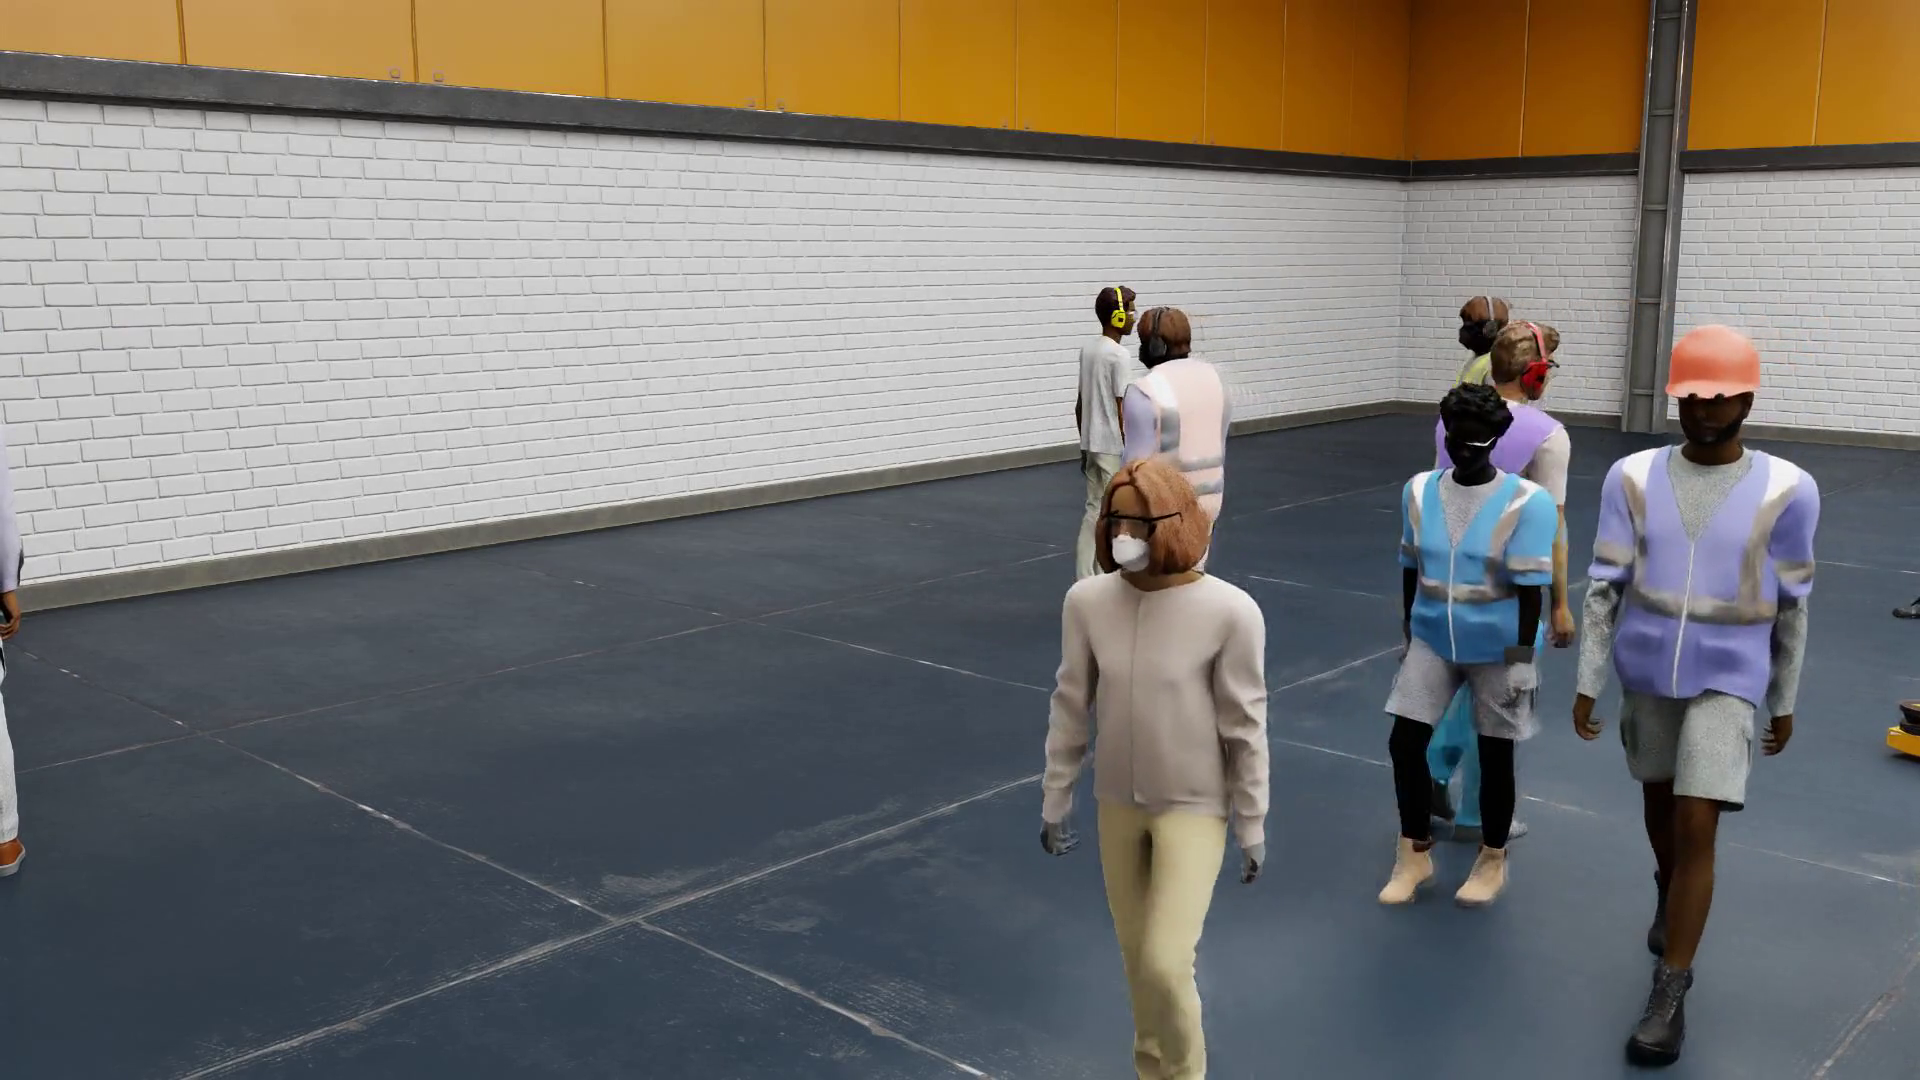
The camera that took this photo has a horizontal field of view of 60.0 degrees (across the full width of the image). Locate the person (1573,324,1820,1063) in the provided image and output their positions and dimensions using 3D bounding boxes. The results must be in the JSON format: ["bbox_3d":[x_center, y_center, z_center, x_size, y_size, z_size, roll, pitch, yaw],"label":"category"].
[{"bbox_3d":[1.996,0.353,4.548,0.550,1.889,1.028,8,12,37],"label":"person"}]

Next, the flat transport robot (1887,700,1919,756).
[{"bbox_3d":[4.425,0.838,6.344,0.652,0.197,1.431,-5,11,-27],"label":"flat transport robot"}]

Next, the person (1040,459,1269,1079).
[{"bbox_3d":[0.420,0.624,3.732,0.523,1.615,0.487,8,12,37],"label":"person"}]

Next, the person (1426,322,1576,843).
[{"bbox_3d":[1.851,0.169,5.726,0.443,1.827,0.558,-4,11,-21],"label":"person"}]

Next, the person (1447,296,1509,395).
[{"bbox_3d":[2.714,-0.350,8.649,0.443,1.831,0.636,1,10,6],"label":"person"}]

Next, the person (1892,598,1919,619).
[{"bbox_3d":[5.728,-0.474,9.166,0.846,1.915,0.551,0,10,0],"label":"person"}]

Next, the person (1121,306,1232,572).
[{"bbox_3d":[0.957,-0.110,7.341,0.640,1.831,0.506,-8,13,-37],"label":"person"}]

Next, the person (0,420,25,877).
[{"bbox_3d":[-3.350,0.174,5.351,0.605,1.948,0.385,-8,13,-38],"label":"person"}]

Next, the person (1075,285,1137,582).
[{"bbox_3d":[0.832,-0.483,9.321,0.309,1.868,0.534,-5,11,-25],"label":"person"}]

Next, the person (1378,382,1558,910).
[{"bbox_3d":[1.549,0.349,5.137,0.540,1.667,0.548,9,13,41],"label":"person"}]
